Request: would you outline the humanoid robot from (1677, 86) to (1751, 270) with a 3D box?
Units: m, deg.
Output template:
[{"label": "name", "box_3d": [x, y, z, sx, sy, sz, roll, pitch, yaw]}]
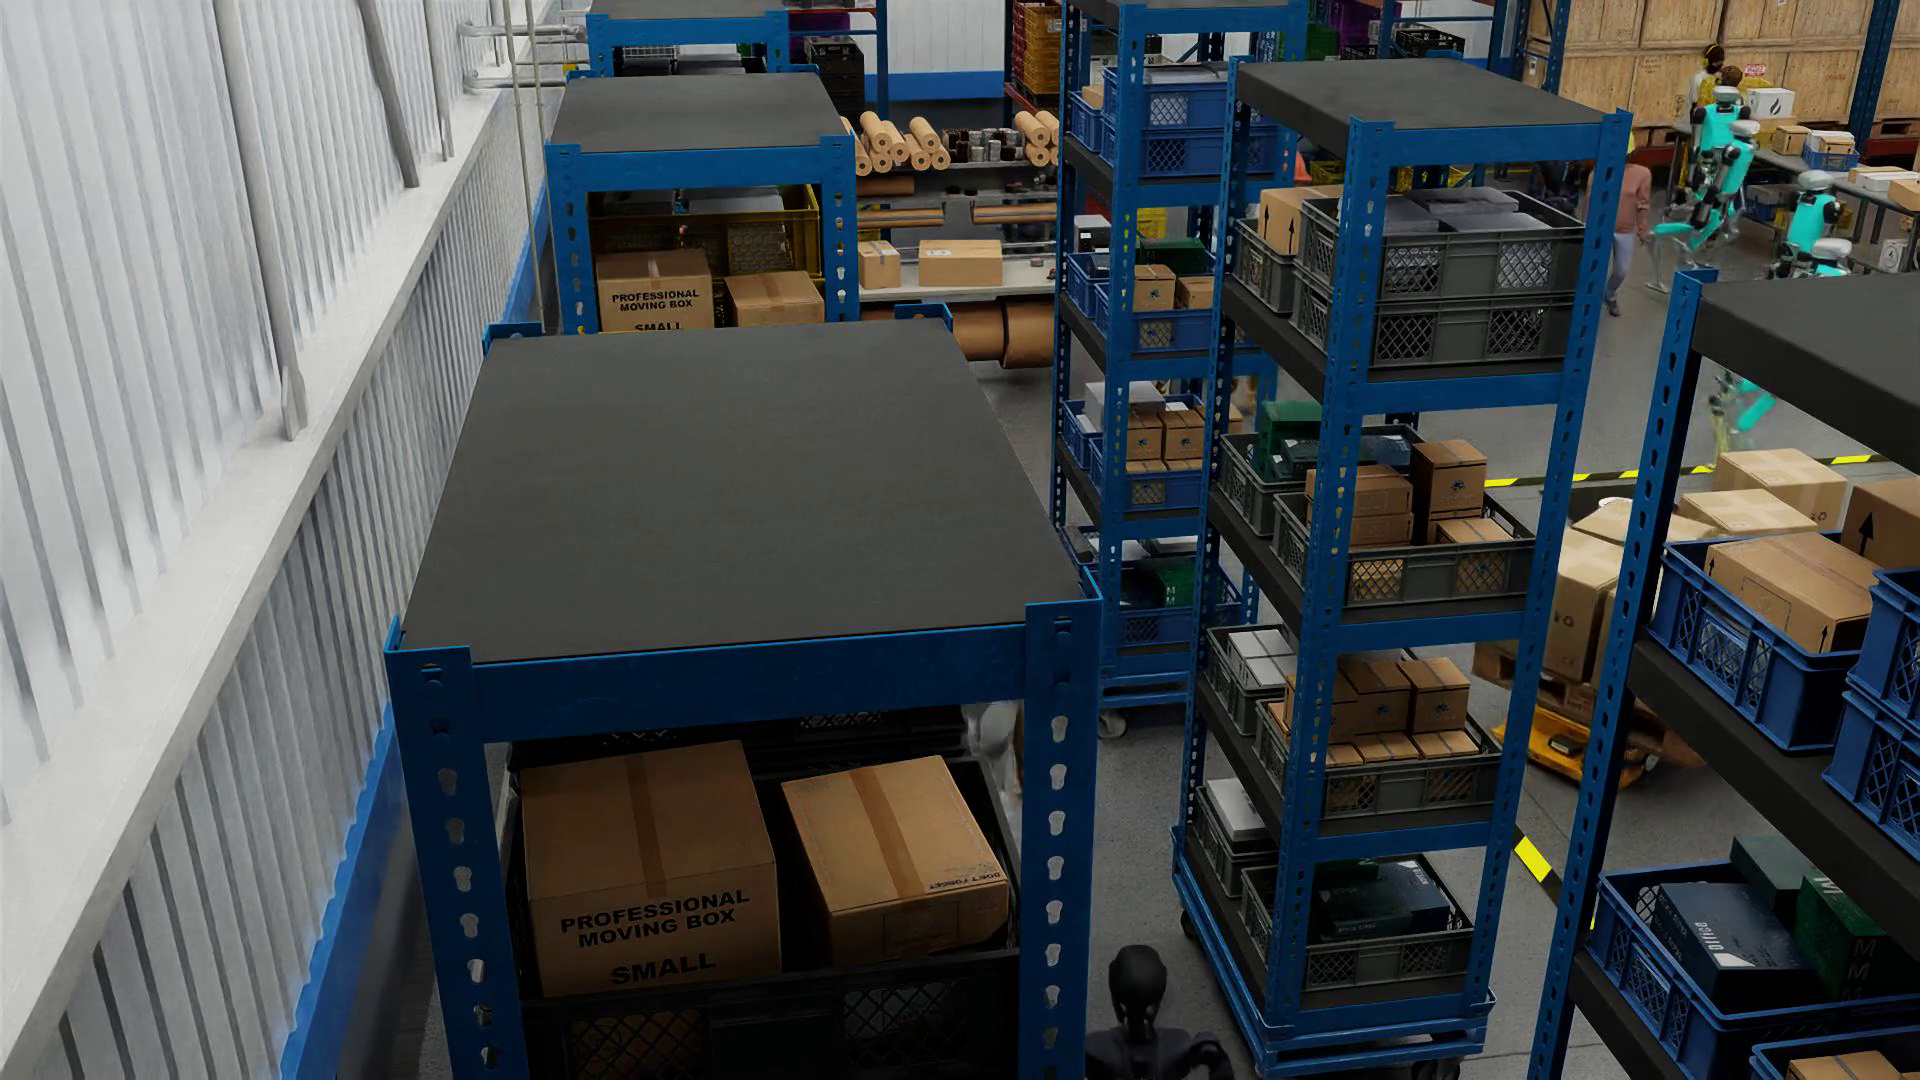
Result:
[{"label": "humanoid robot", "box_3d": [7.248, -3.398, 15.888, 0.541, 1.769, 0.659, 0, 25, 0]}]

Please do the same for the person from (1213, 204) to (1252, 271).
[{"label": "person", "box_3d": [2.432, -3.248, 15.501, 0.533, 1.819, 0.969, -4, 25, -9]}]

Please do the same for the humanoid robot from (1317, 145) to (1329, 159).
[{"label": "humanoid robot", "box_3d": [4.054, -4.460, 18.332, 0.589, 1.642, 0.610, -7, 26, -15]}]

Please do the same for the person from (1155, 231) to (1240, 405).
[{"label": "person", "box_3d": [1.548, -1.095, 10.784, 0.592, 1.852, 0.361, -3, 25, -7]}]

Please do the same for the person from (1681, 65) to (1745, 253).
[{"label": "person", "box_3d": [7.591, -3.825, 16.727, 0.506, 1.846, 0.346, -22, 33, -39]}]

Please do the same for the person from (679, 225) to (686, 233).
[{"label": "person", "box_3d": [-1.751, -1.091, 10.696, 0.410, 1.927, 0.544, 0, 25, 0]}]

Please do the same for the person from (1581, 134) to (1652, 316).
[{"label": "person", "box_3d": [5.660, -2.711, 14.438, 0.540, 1.729, 0.656, 7, 26, 14]}]

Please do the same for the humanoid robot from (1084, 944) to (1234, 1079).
[{"label": "humanoid robot", "box_3d": [0.505, 1.867, 4.561, 0.588, 1.634, 0.581, 0, 25, -1]}]

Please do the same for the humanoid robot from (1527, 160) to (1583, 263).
[{"label": "humanoid robot", "box_3d": [5.349, -2.952, 15.063, 0.616, 1.634, 0.666, -8, 26, -18]}]

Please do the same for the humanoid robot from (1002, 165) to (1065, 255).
[{"label": "humanoid robot", "box_3d": [0.623, -2.610, 14.310, 0.589, 1.627, 0.648, -10, 26, -20]}]

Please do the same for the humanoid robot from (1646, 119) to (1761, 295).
[{"label": "humanoid robot", "box_3d": [6.602, -2.951, 14.992, 0.531, 1.733, 1.016, -21, 32, -38]}]

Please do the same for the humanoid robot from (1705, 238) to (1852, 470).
[{"label": "humanoid robot", "box_3d": [5.333, -1.166, 11.110, 0.850, 1.785, 0.553, 17, 30, 32]}]

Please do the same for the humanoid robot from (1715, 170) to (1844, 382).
[{"label": "humanoid robot", "box_3d": [6.231, -1.951, 12.832, 1.039, 1.761, 0.541, -4, 25, -8]}]

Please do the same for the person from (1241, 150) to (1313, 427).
[{"label": "person", "box_3d": [2.310, -1.827, 12.152, 0.386, 2.041, 0.613, -1, 25, -1]}]

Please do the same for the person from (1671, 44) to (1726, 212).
[{"label": "person", "box_3d": [8.177, -4.489, 18.194, 0.463, 1.837, 0.650, 22, 33, 40]}]

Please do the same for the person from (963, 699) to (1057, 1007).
[{"label": "person", "box_3d": [0.008, 0.990, 6.334, 0.670, 1.772, 0.987, -11, 27, -22]}]

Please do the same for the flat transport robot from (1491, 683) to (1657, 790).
[{"label": "flat transport robot", "box_3d": [3.402, 0.835, 8.451, 1.431, 0.197, 0.652, -19, 31, -35]}]
